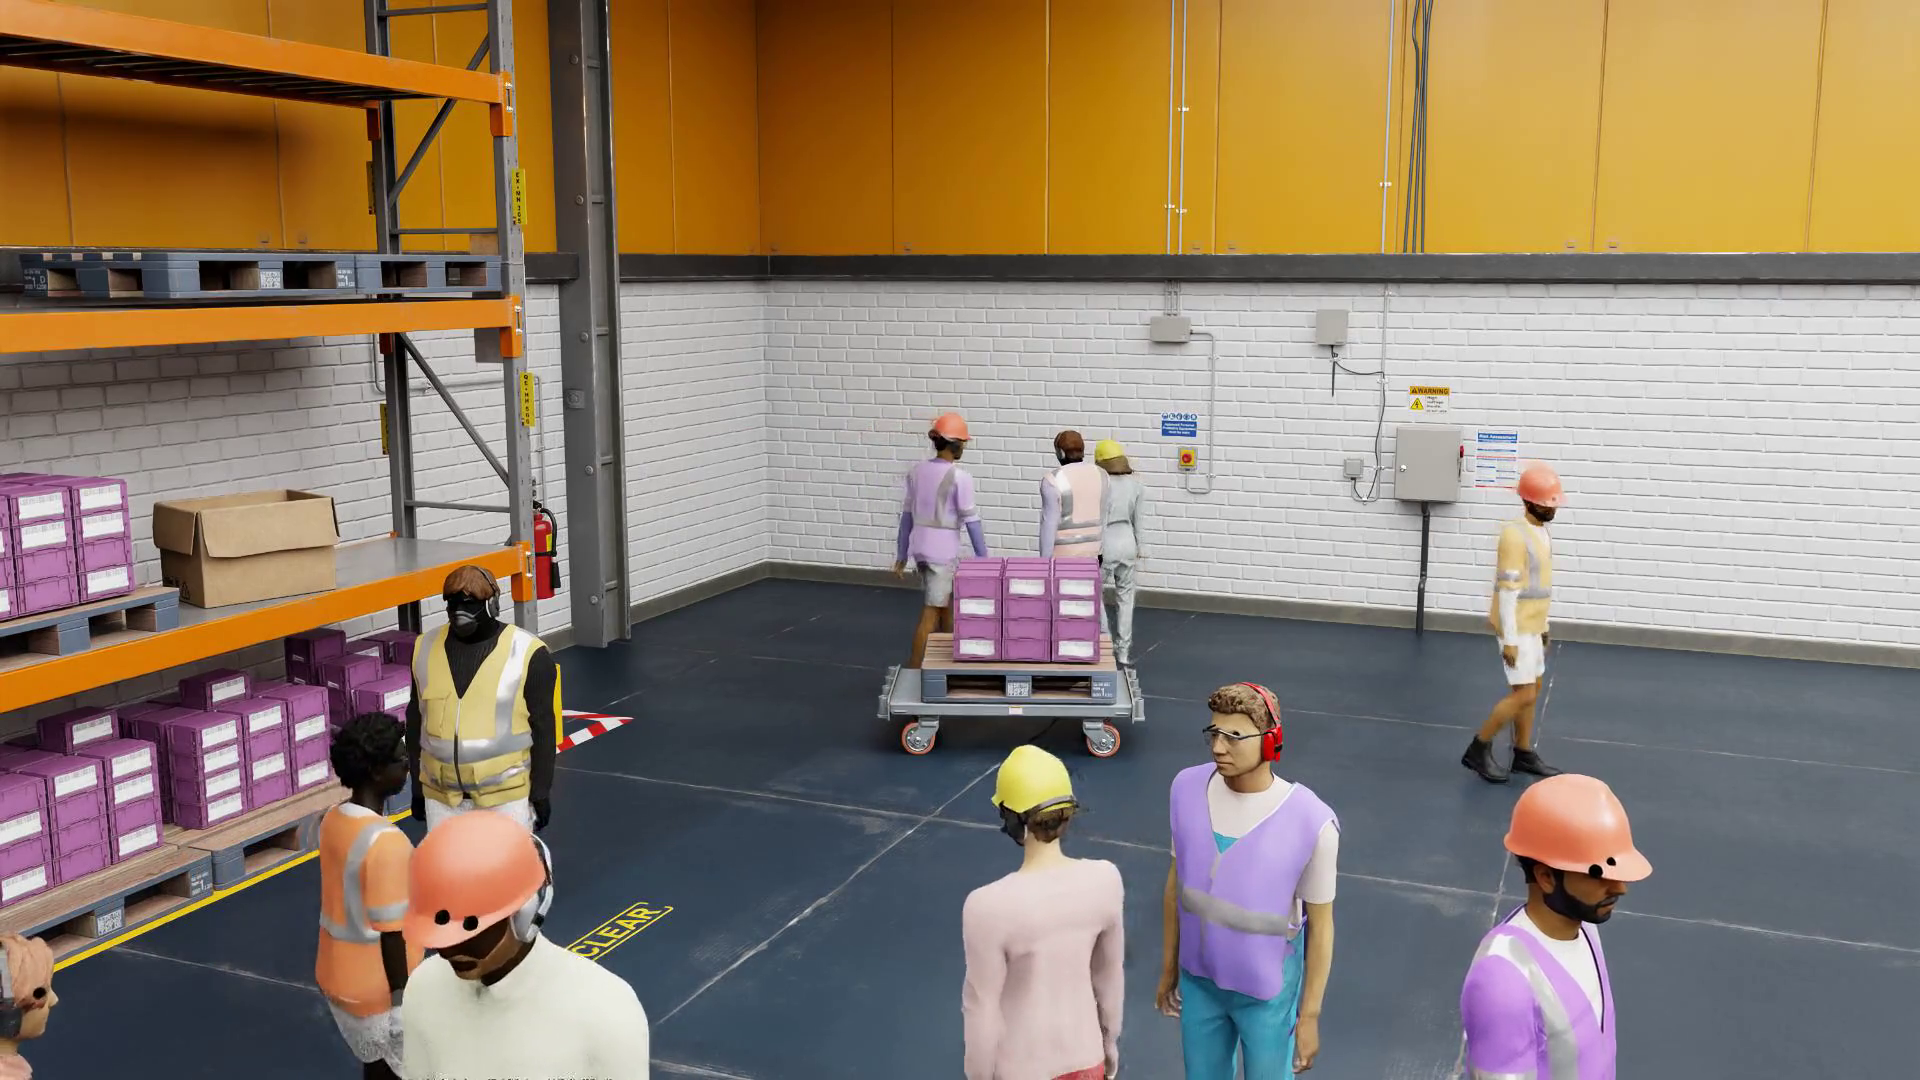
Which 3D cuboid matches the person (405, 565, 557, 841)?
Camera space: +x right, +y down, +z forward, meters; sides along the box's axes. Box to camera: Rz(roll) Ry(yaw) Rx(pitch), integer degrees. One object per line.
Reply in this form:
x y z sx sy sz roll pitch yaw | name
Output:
-1.953 1.011 6.759 0.621 1.845 0.429 1 9 5 | person

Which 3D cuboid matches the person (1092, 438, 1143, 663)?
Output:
1.164 0.086 12.700 0.513 1.728 0.343 -4 10 -21 | person

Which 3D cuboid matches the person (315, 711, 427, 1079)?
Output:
-1.800 1.358 5.123 0.387 1.686 0.550 -7 12 -37 | person

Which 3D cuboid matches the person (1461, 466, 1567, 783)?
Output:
3.286 0.504 9.697 0.456 1.909 0.573 6 11 34 | person

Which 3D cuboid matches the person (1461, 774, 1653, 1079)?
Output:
1.322 1.460 3.748 0.360 1.936 0.552 7 12 35 | person

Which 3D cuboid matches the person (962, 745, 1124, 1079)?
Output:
0.274 1.432 4.518 0.526 1.739 0.686 -6 11 -31 | person

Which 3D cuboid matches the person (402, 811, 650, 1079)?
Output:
-0.906 1.491 3.454 0.653 1.970 0.488 5 10 26 | person

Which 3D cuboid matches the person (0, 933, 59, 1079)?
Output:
-2.036 1.643 3.568 0.519 1.630 0.316 8 12 41 | person

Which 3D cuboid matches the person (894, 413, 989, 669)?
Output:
-0.066 0.095 11.838 1.011 1.988 0.646 -8 12 -39 | person

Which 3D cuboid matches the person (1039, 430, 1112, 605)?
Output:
0.814 0.105 12.275 0.621 1.837 0.429 -7 11 -35 | person

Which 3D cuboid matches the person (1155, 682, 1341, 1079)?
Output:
0.838 1.313 4.913 0.563 1.847 0.389 9 13 42 | person
